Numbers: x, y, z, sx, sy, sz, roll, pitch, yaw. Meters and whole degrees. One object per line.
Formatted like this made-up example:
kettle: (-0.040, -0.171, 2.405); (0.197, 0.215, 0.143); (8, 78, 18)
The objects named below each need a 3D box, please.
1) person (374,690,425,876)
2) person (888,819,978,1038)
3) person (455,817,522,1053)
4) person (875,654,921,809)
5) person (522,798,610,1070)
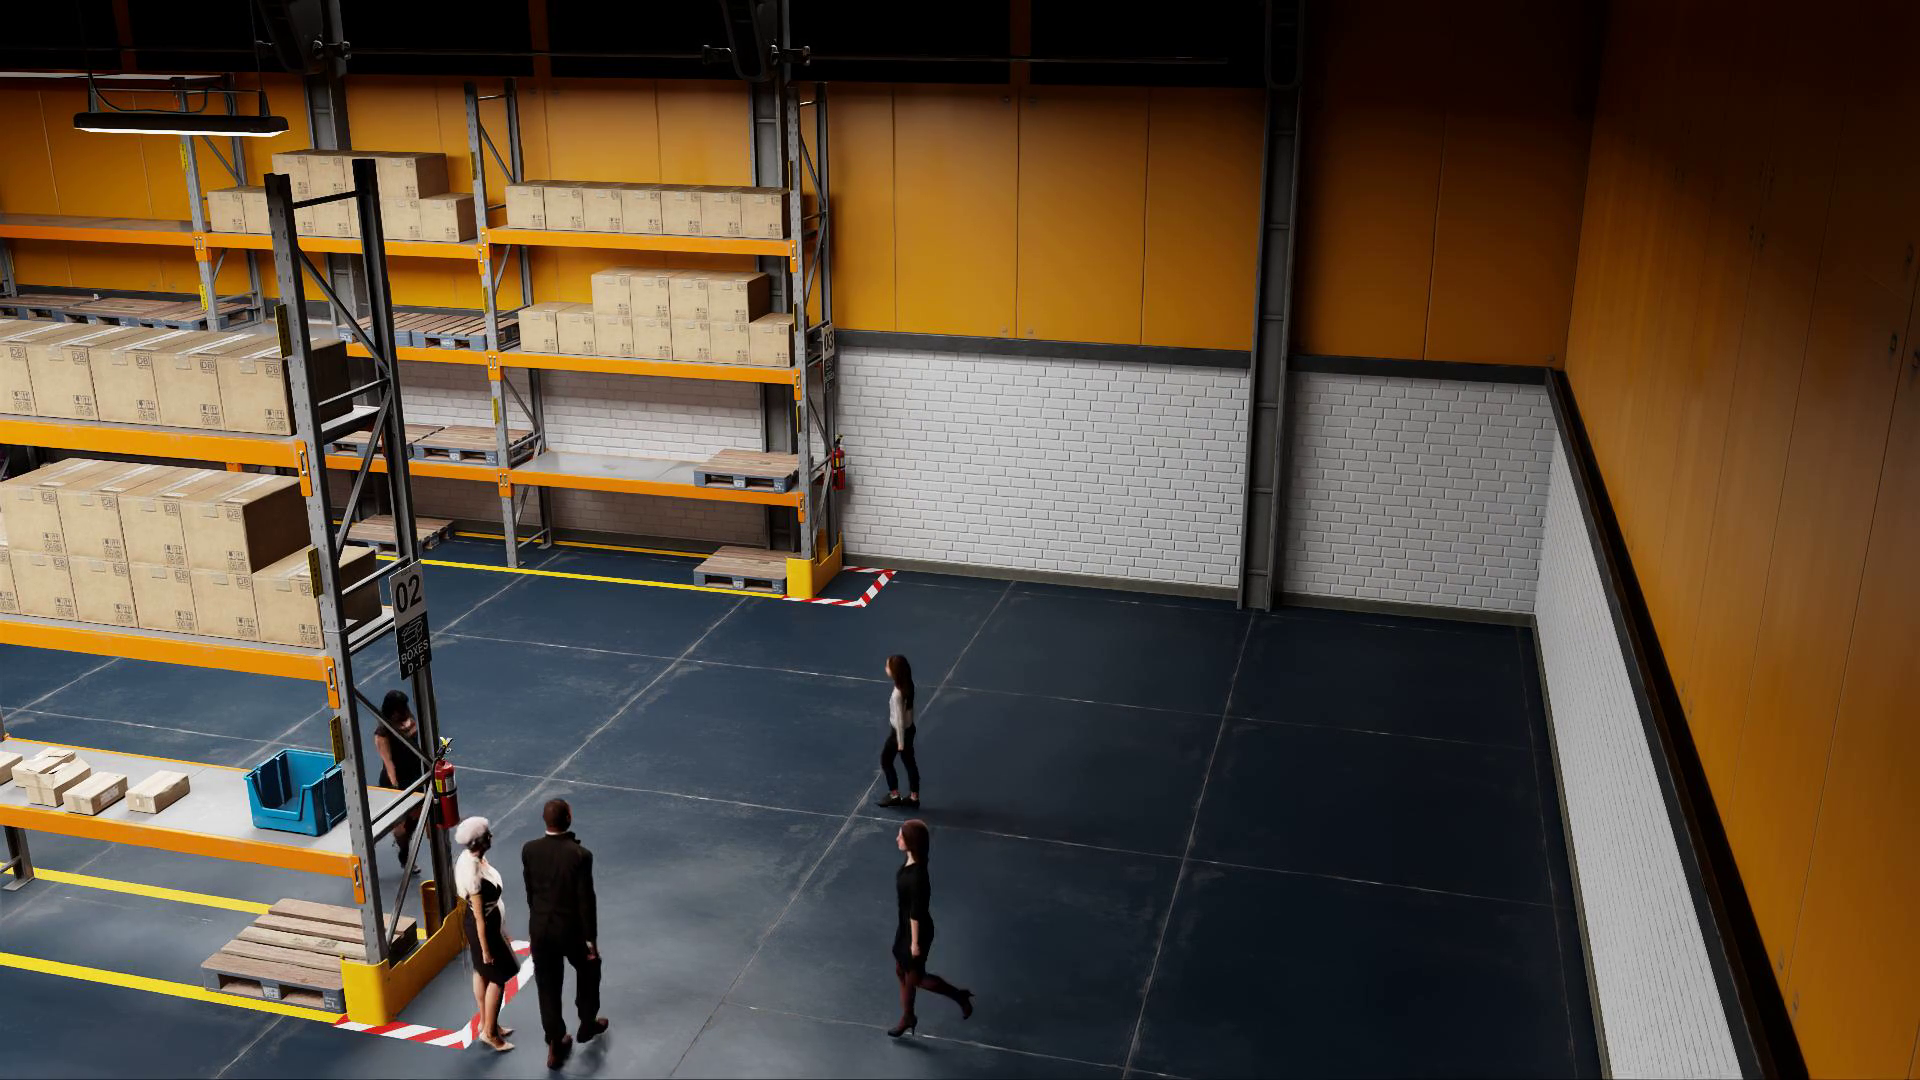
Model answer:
person: (-4.667, 1.999, 13.706); (0.691, 1.693, 0.668); (5, 19, 15)
person: (-0.229, 2.727, 11.555); (0.951, 1.687, 0.781); (-2, 19, -6)
person: (-3.340, 2.719, 11.477); (0.787, 1.751, 0.749); (-7, 20, -21)
person: (-0.447, 1.724, 14.871); (0.611, 1.471, 0.552); (6, 20, 18)
person: (-2.748, 2.708, 11.306); (0.764, 1.882, 0.814); (1, 19, 4)
